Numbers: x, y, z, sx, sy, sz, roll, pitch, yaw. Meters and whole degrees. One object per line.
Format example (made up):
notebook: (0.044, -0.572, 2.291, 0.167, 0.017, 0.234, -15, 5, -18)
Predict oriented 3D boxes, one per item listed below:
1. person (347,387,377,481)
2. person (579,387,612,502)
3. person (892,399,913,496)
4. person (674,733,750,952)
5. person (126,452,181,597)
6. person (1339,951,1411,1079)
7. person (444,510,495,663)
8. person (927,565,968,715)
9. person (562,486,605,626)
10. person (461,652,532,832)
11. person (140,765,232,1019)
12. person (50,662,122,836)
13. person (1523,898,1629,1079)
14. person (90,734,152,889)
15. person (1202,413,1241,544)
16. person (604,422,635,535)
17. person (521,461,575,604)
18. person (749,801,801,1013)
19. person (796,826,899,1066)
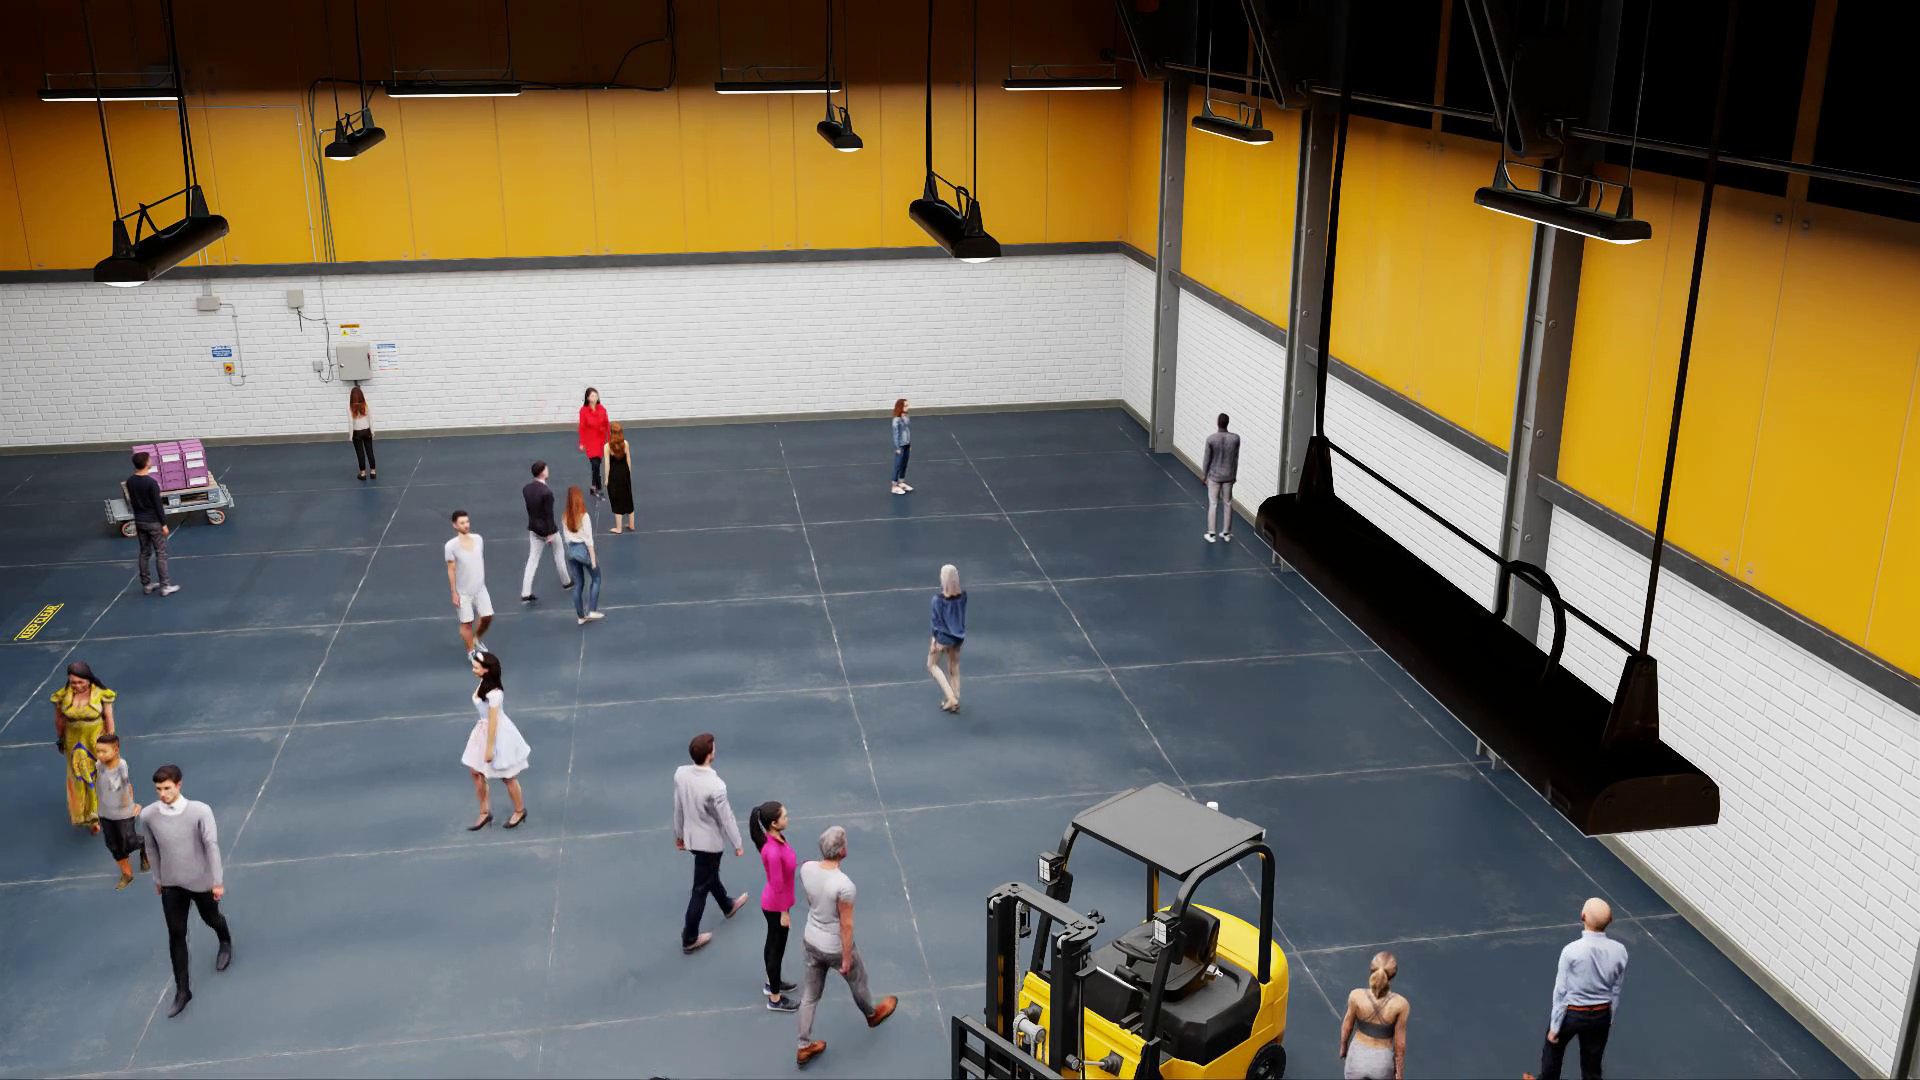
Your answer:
person: (-9.440, -1.684, 26.252, 0.616, 1.484, 0.617, -13, 22, -33)
person: (-5.580, -1.476, 25.252, 0.824, 1.727, 0.918, -14, 23, -35)
person: (-0.908, -1.448, 25.567, 0.684, 1.473, 0.600, 10, 21, 27)
person: (-2.131, 2.469, 13.402, 1.124, 1.814, 1.157, 14, 23, 37)
person: (-10.377, -0.209, 21.278, 0.701, 1.864, 0.701, 6, 19, 16)
person: (2.626, 3.463, 10.695, 0.871, 1.658, 1.198, 4, 19, 13)
person: (-5.700, 0.532, 19.110, 0.874, 1.843, 0.832, 16, 24, 40)
person: (-0.067, 1.090, 17.691, 0.758, 1.690, 0.805, -15, 24, -38)
person: (-4.681, 0.224, 20.252, 0.775, 1.697, 0.803, 10, 21, 27)
person: (-4.170, 1.851, 15.272, 0.859, 1.791, 0.880, -10, 21, -27)
person: (-5.943, 2.592, 12.916, 0.810, 1.891, 1.241, -2, 19, -5)
person: (-8.115, 1.868, 15.533, 0.986, 1.592, 1.436, -9, 20, -24)
person: (4.190, 3.268, 11.106, 0.747, 1.766, 1.010, -1, 19, -2)
person: (-7.330, 2.291, 14.510, 0.675, 1.445, 0.787, 2, 19, 5)
person: (3.666, -0.880, 23.316, 0.661, 1.834, 0.529, -3, 19, -9)
person: (-4.857, -0.896, 23.690, 0.664, 1.625, 0.699, -15, 24, -38)
person: (-5.329, -0.060, 20.948, 1.198, 1.790, 1.288, 12, 22, 31)
person: (-1.408, 2.768, 12.692, 0.626, 1.700, 0.493, -3, 19, -10)
person: (-1.009, 2.963, 11.986, 1.189, 1.782, 1.197, 16, 24, 39)
